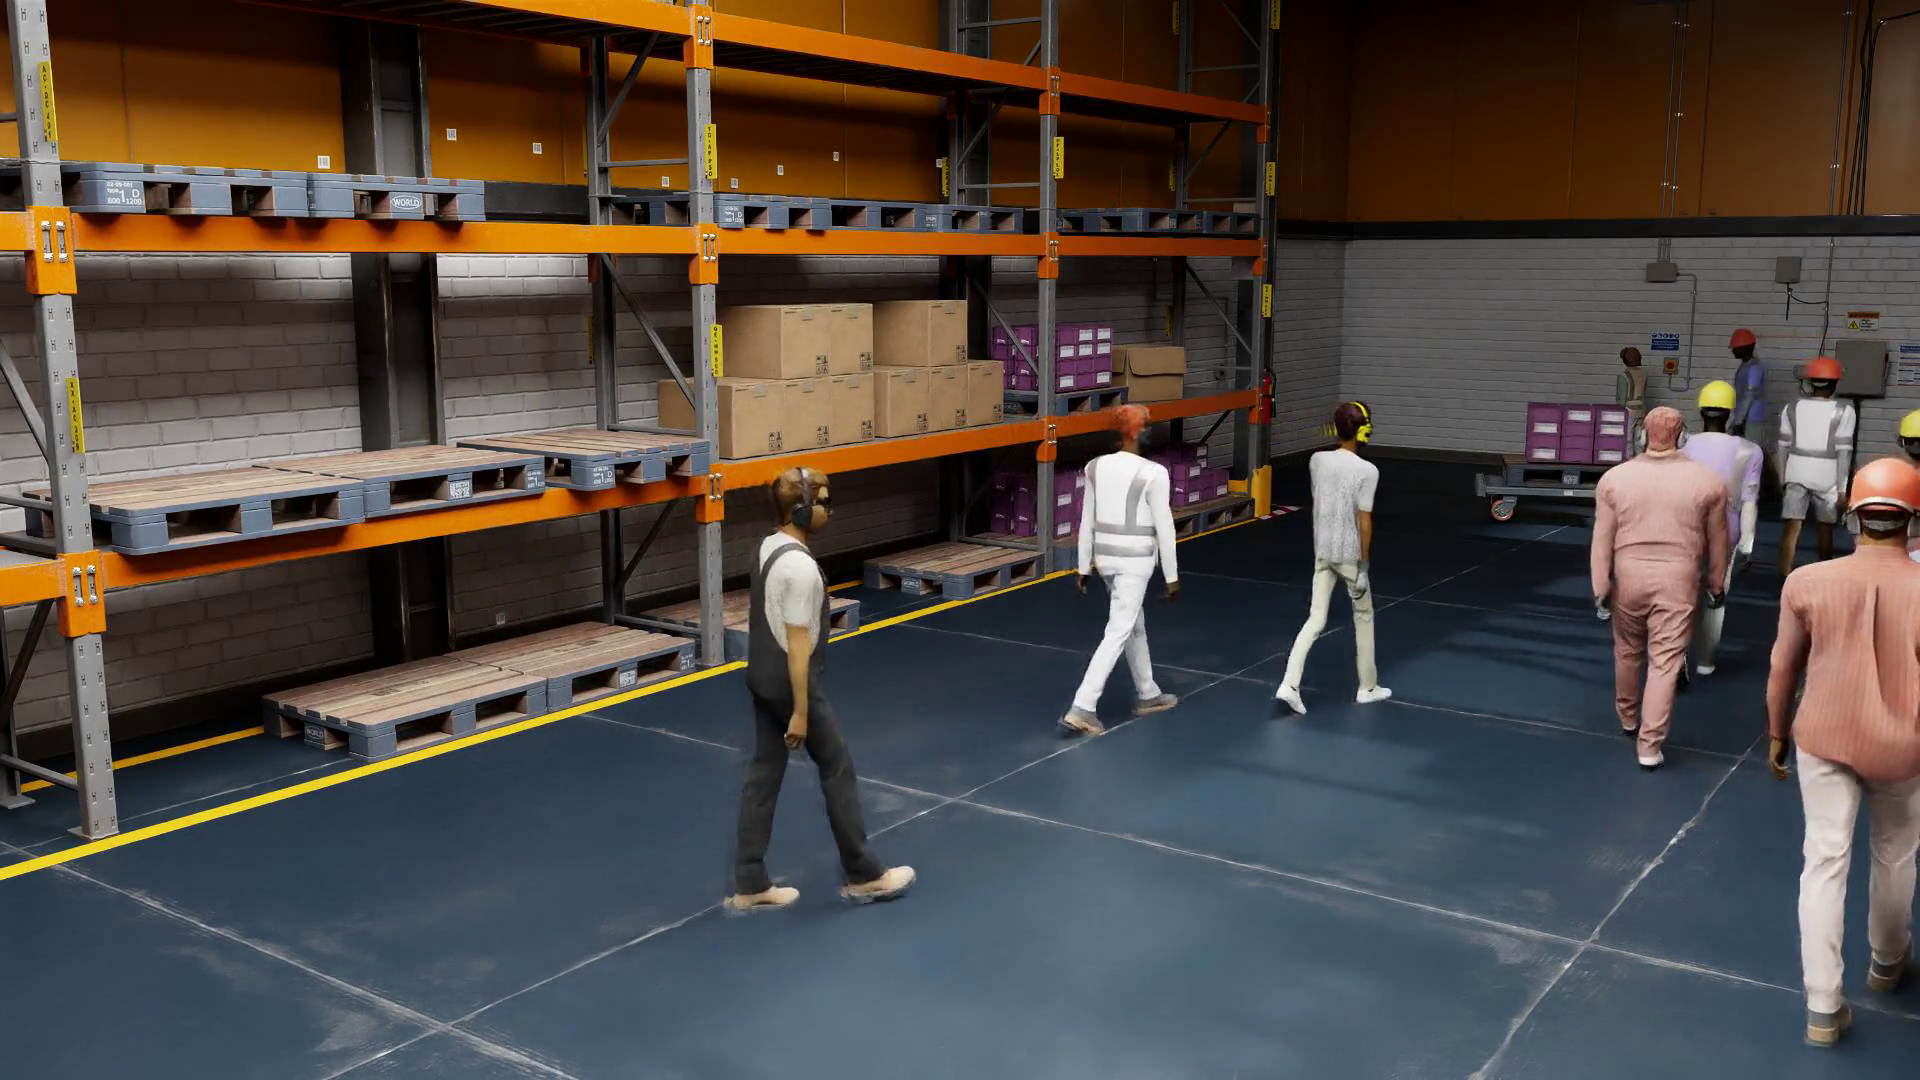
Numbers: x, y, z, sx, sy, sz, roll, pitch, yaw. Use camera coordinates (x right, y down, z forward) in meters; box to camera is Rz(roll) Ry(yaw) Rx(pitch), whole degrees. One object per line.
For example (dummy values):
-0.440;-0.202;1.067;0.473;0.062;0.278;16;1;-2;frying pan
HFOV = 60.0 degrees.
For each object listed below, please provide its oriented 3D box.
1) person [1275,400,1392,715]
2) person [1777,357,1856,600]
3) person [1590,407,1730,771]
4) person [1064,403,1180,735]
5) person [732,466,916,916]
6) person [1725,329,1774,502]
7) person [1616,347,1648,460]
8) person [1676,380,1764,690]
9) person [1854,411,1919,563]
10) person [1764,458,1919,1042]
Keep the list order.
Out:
2.185;0.100;9.679;0.920;1.834;0.518;-9;13;-43;person
6.674;-0.486;13.002;0.565;1.883;0.984;9;13;43;person
3.717;0.227;8.834;0.648;1.859;0.986;6;11;30;person
0.907;0.152;9.352;0.975;1.845;0.593;-8;12;-40;person
-0.573;0.601;6.730;0.855;1.810;0.538;-6;11;-30;person
8.463;-1.347;18.131;0.996;1.878;0.565;2;10;11;person
7.734;-1.405;19.213;0.514;1.636;0.314;-7;12;-36;person
4.592;-0.033;10.269;0.593;1.902;0.852;5;11;28;person
5.805;0.062;10.244;0.539;1.718;0.932;5;11;27;person
3.159;0.689;5.789;0.647;1.946;0.980;7;12;36;person
